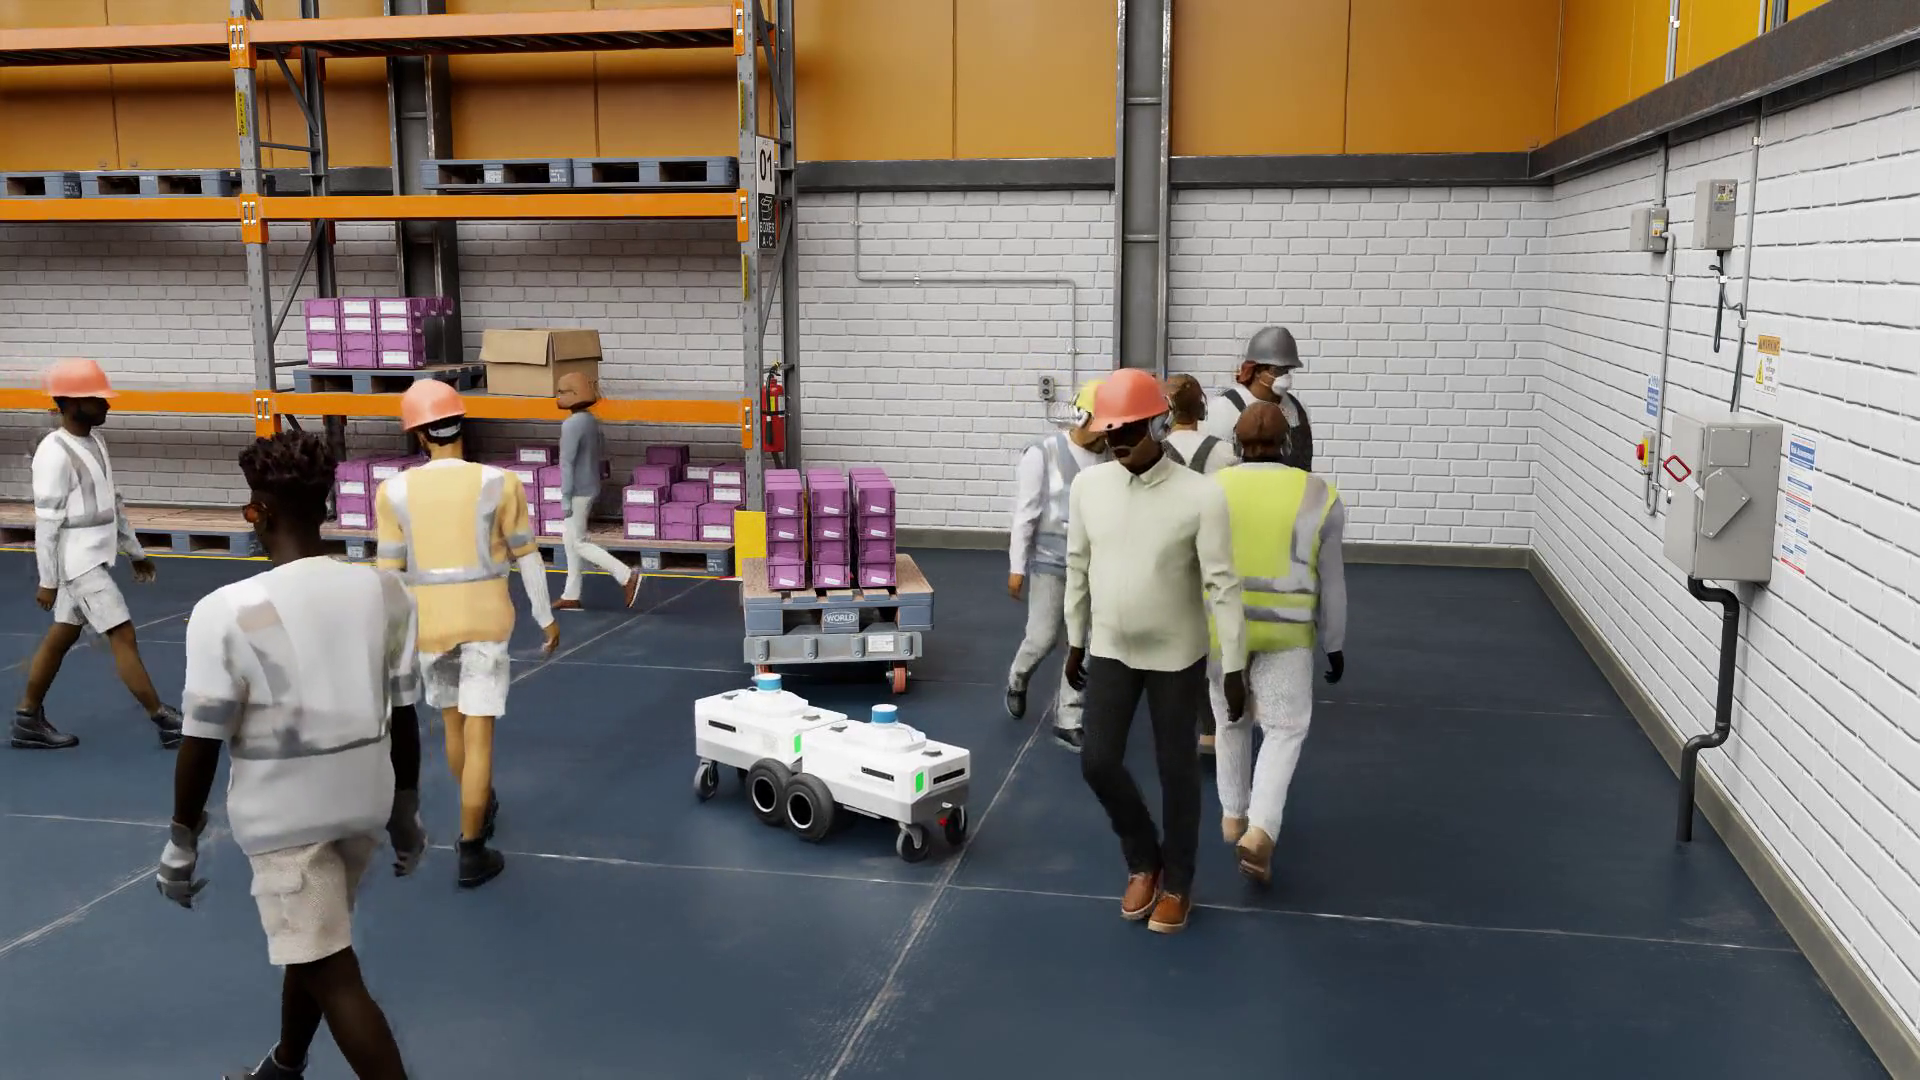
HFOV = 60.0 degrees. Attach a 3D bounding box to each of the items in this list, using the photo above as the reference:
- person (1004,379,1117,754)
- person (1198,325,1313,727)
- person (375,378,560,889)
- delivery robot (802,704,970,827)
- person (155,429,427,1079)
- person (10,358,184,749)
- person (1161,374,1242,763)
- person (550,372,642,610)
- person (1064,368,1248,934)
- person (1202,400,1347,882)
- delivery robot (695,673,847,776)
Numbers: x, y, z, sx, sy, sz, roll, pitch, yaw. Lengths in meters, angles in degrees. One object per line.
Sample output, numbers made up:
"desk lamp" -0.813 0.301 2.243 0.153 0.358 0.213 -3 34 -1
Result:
"person" 0.492 0.106 8.034 0.659 1.784 0.632 -4 10 -23
"person" 1.525 -0.081 8.397 0.694 2.000 0.559 -5 11 -27
"person" -1.892 0.322 6.456 0.604 1.878 0.931 0 9 -2
"delivery robot" -0.299 0.903 6.653 0.707 0.478 0.477 8 13 41
"person" -1.635 0.681 4.199 0.997 1.918 0.627 5 11 30
"person" -4.100 0.085 7.886 1.008 1.885 0.551 -2 10 -12
"person" 1.041 0.145 7.695 0.514 1.818 0.638 0 9 2
"person" -2.459 -0.304 11.022 0.654 1.608 0.508 1 9 5
"person" 0.662 0.396 5.740 0.735 1.966 0.487 5 11 28
"person" 1.144 0.370 6.374 0.640 1.807 0.874 3 10 16
"delivery robot" -0.817 0.818 7.162 0.707 0.478 0.477 8 13 41
